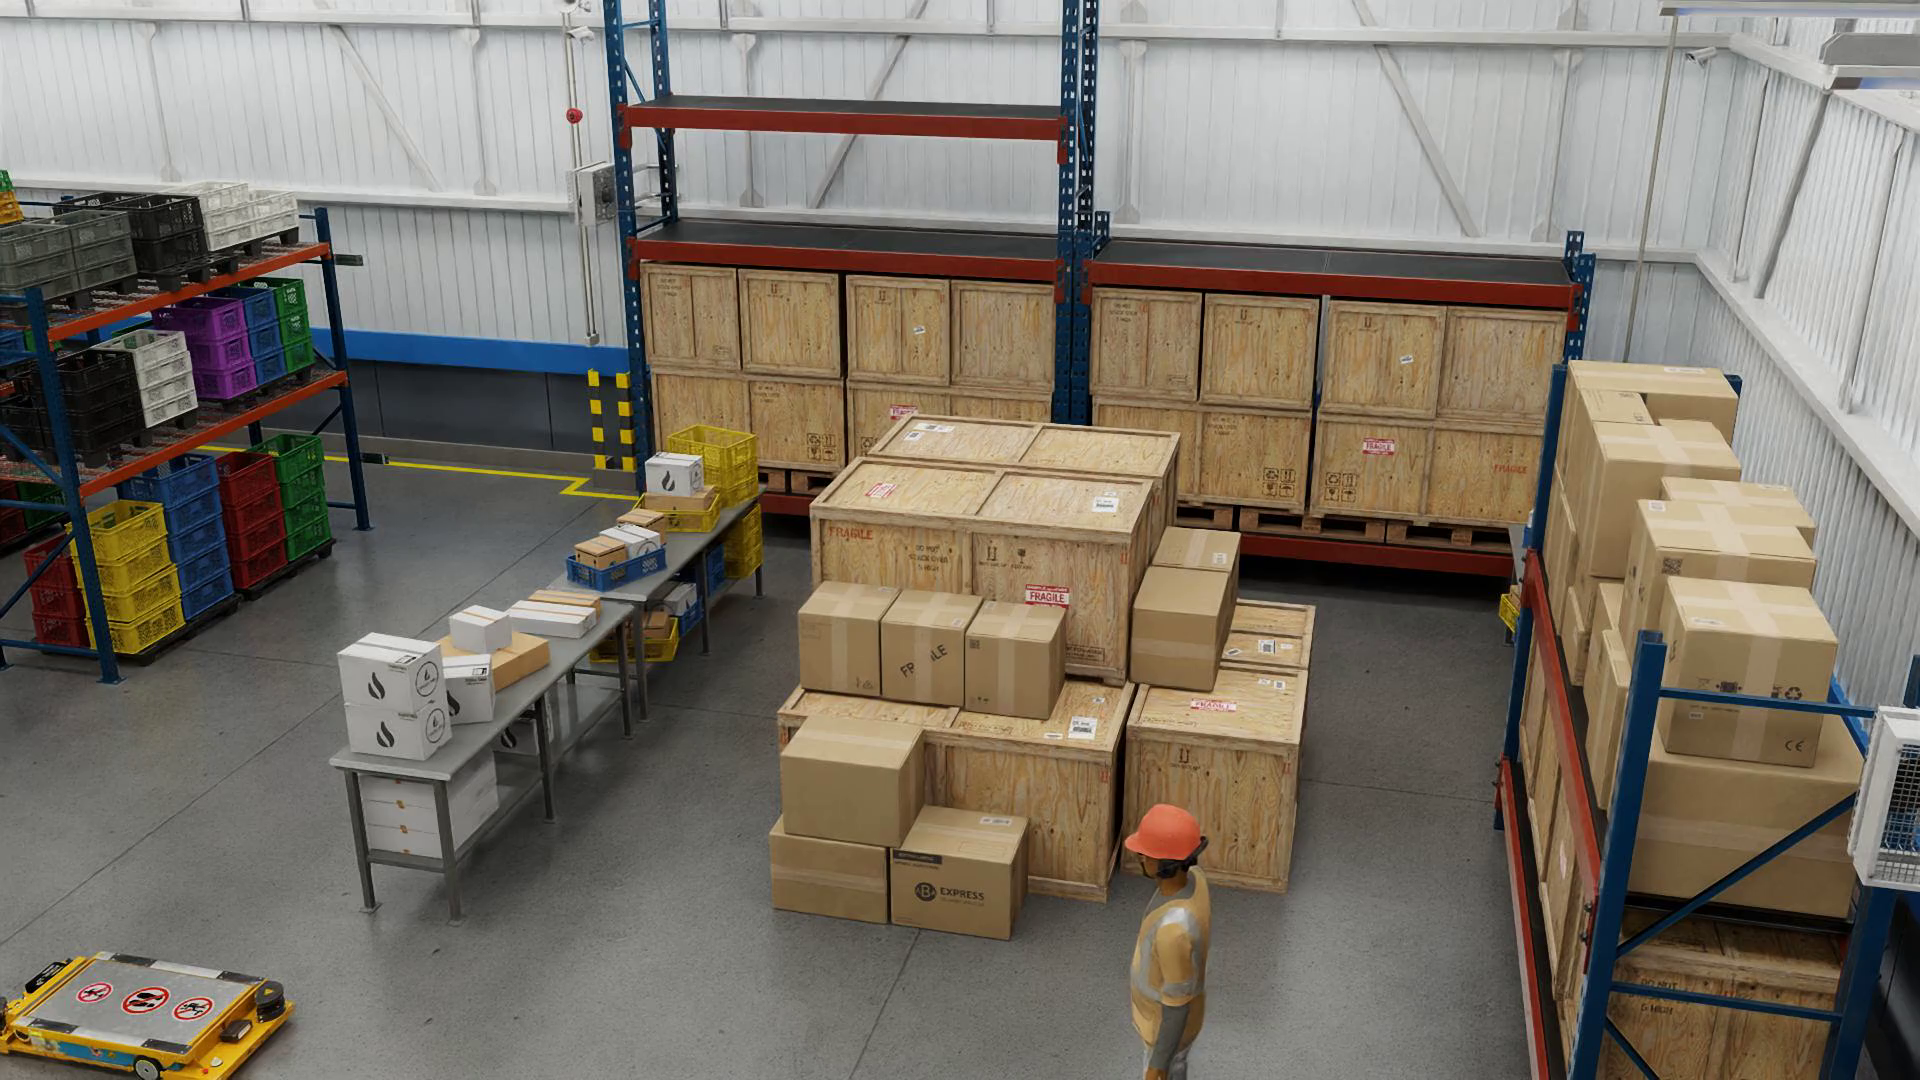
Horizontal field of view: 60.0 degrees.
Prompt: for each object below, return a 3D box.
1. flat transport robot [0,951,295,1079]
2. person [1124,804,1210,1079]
[{"bbox_3d":[-4.270,2.464,8.601,1.431,0.231,0.659,5,22,13],"label":"flat transport robot"},{"bbox_3d":[0.865,2.057,7.182,0.376,2.041,0.615,4,21,11],"label":"person"}]
